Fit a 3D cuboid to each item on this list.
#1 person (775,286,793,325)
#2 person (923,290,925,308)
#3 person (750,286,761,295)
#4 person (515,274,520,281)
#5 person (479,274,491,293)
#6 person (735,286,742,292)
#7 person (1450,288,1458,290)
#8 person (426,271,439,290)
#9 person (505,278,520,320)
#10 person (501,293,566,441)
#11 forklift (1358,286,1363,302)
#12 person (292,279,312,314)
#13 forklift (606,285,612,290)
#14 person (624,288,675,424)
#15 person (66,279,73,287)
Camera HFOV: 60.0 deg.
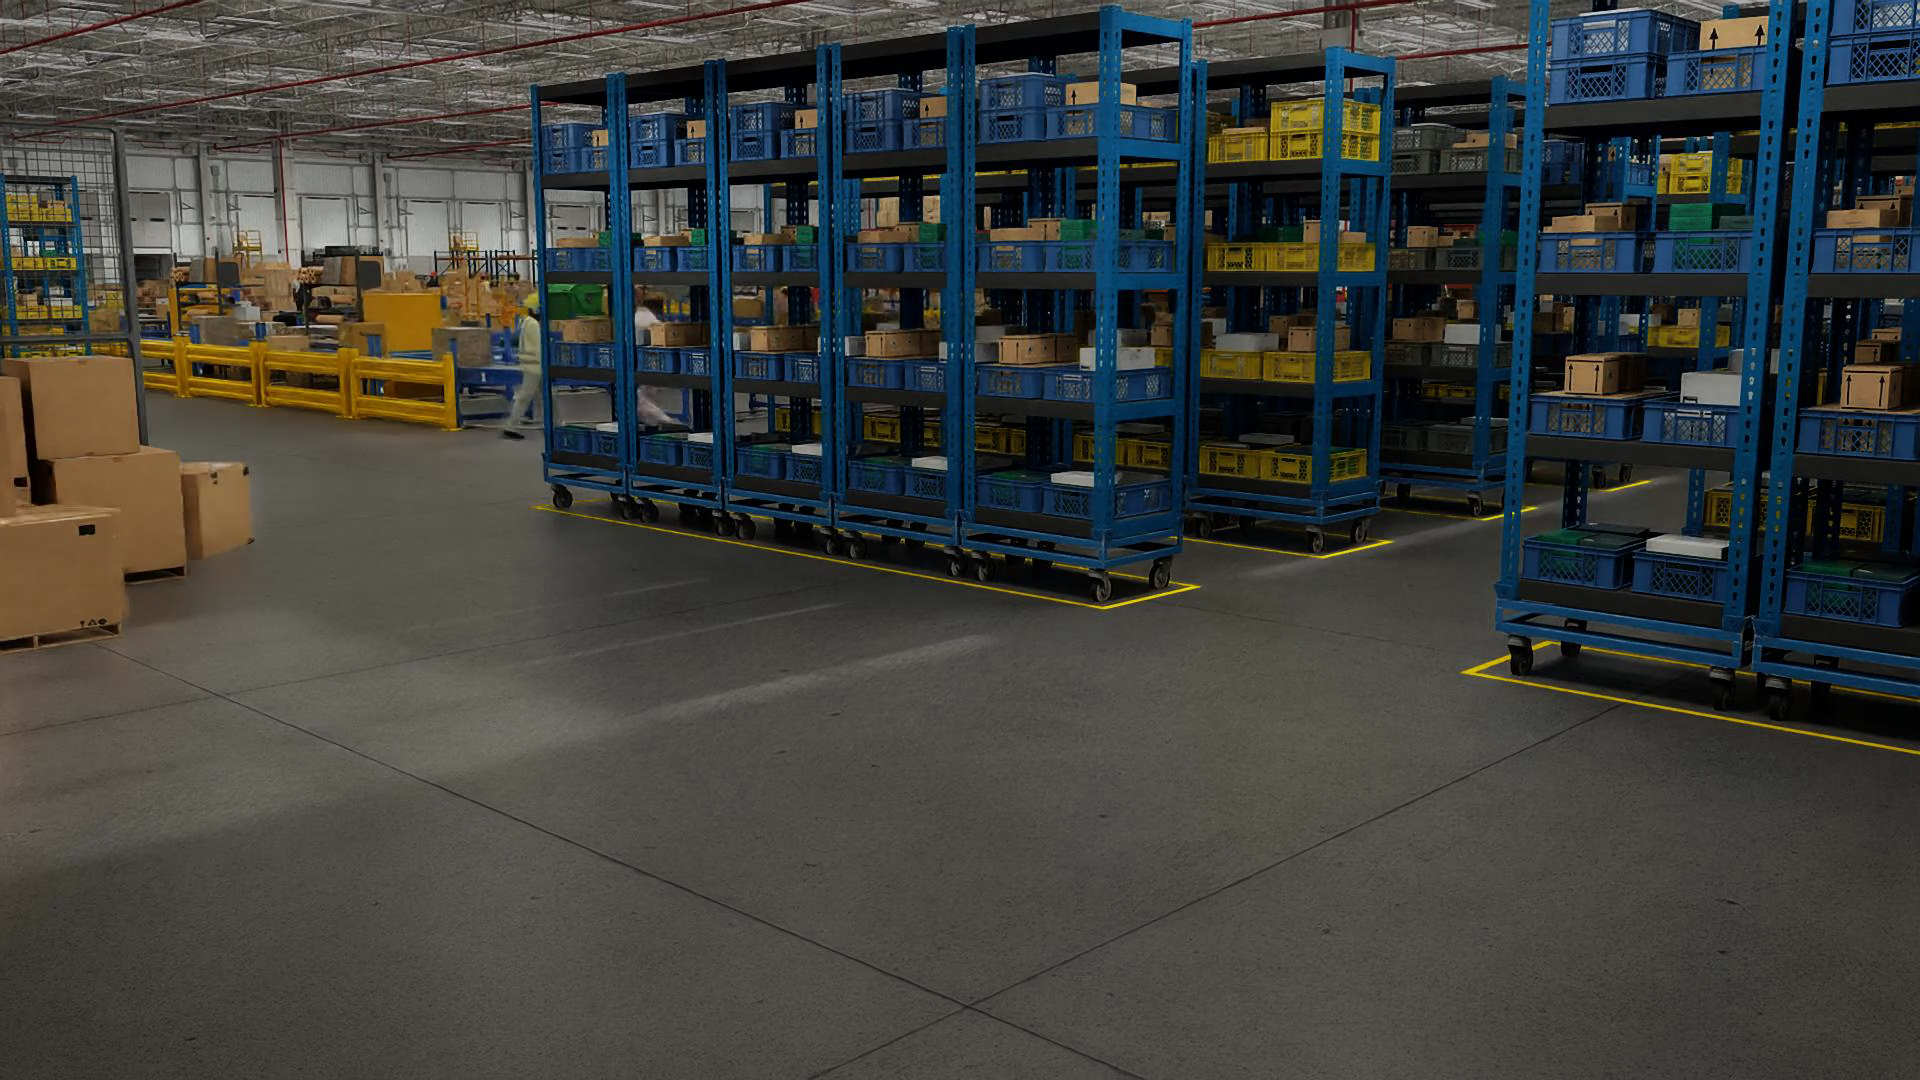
[{"bbox_3d":[-3.936,-4.911,37.568,0.532,1.739,0.795,2,10,13],"label":"person"},{"bbox_3d":[-1.353,-8.343,58.765,0.470,1.687,0.537,3,10,15],"label":"person"},{"bbox_3d":[-9.392,-11.393,76.591,0.600,1.967,0.368,-6,11,-33],"label":"person"},{"bbox_3d":[-20.470,-11.292,76.437,0.912,1.828,0.524,-5,11,-30],"label":"person"},{"bbox_3d":[-18.967,-9.637,66.111,0.964,1.869,0.627,2,10,15],"label":"person"},{"bbox_3d":[-11.870,-13.257,88.392,0.640,1.860,0.823,-3,10,-18],"label":"person"},{"bbox_3d":[15.922,-7.452,53.612,0.508,1.577,0.874,-7,12,-36],"label":"person"},{"bbox_3d":[-18.738,-8.584,59.284,0.618,1.994,0.380,5,11,29],"label":"person"},{"bbox_3d":[-17.674,-9.507,65.777,0.539,1.715,0.906,-4,10,-24],"label":"person"},{"bbox_3d":[-5.126,-2.081,20.084,0.944,1.788,0.592,-2,9,-12],"label":"person"},{"bbox_3d":[11.100,-7.017,46.970,1.873,2.768,1.129,9,13,43],"label":"forklift"},{"bbox_3d":[-24.580,-9.073,62.138,0.689,2.000,0.537,-4,10,-25],"label":"person"},{"bbox_3d":[-18.116,-13.367,85.898,1.129,2.768,1.873,9,13,43],"label":"forklift"},{"bbox_3d":[-3.509,-1.918,18.811,0.783,1.874,0.682,2,9,11],"label":"person"},{"bbox_3d":[-37.881,-10.418,70.847,0.950,1.894,0.628,-3,10,-17],"label":"person"}]
